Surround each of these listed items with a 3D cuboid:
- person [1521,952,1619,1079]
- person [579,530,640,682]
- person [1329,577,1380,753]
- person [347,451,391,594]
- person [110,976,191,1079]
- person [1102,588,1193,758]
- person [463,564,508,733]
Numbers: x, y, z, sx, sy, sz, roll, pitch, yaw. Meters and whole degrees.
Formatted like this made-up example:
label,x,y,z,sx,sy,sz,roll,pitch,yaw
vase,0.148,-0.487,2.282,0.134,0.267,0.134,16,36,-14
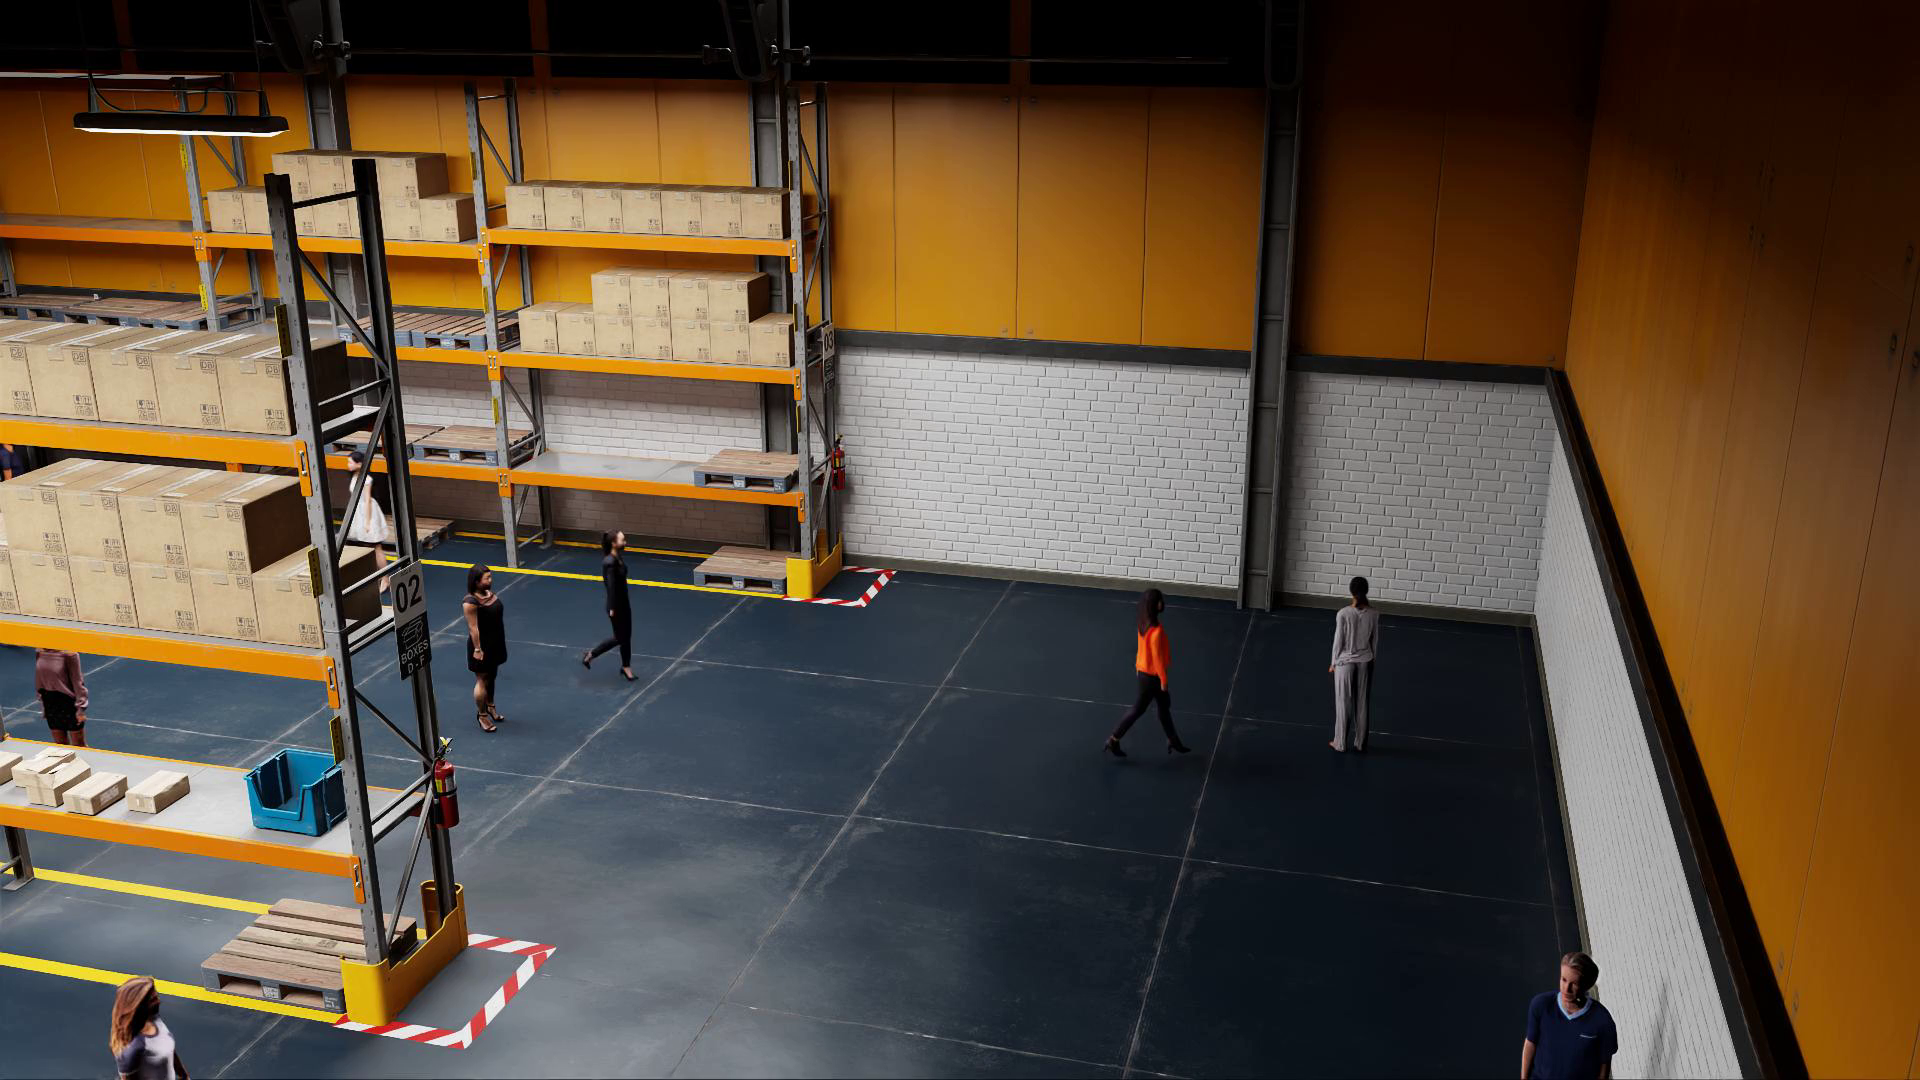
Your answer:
label,x,y,z,sx,sy,sz,roll,pitch,yaw
person,3.511,3.243,9.732,0.594,1.872,0.782,12,22,31
person,-3.683,0.707,17.530,0.906,1.702,0.719,0,19,-1
person,3.792,1.193,15.970,0.599,1.775,0.724,-2,19,-6
person,-7.198,-0.226,20.196,0.845,1.768,0.749,-17,25,-41
person,-4.816,3.344,9.733,1.150,1.679,0.915,-3,19,-9
person,1.715,1.307,15.740,1.189,1.706,0.875,-2,19,-5
person,-4.715,1.049,16.490,0.647,1.717,0.698,2,19,5
